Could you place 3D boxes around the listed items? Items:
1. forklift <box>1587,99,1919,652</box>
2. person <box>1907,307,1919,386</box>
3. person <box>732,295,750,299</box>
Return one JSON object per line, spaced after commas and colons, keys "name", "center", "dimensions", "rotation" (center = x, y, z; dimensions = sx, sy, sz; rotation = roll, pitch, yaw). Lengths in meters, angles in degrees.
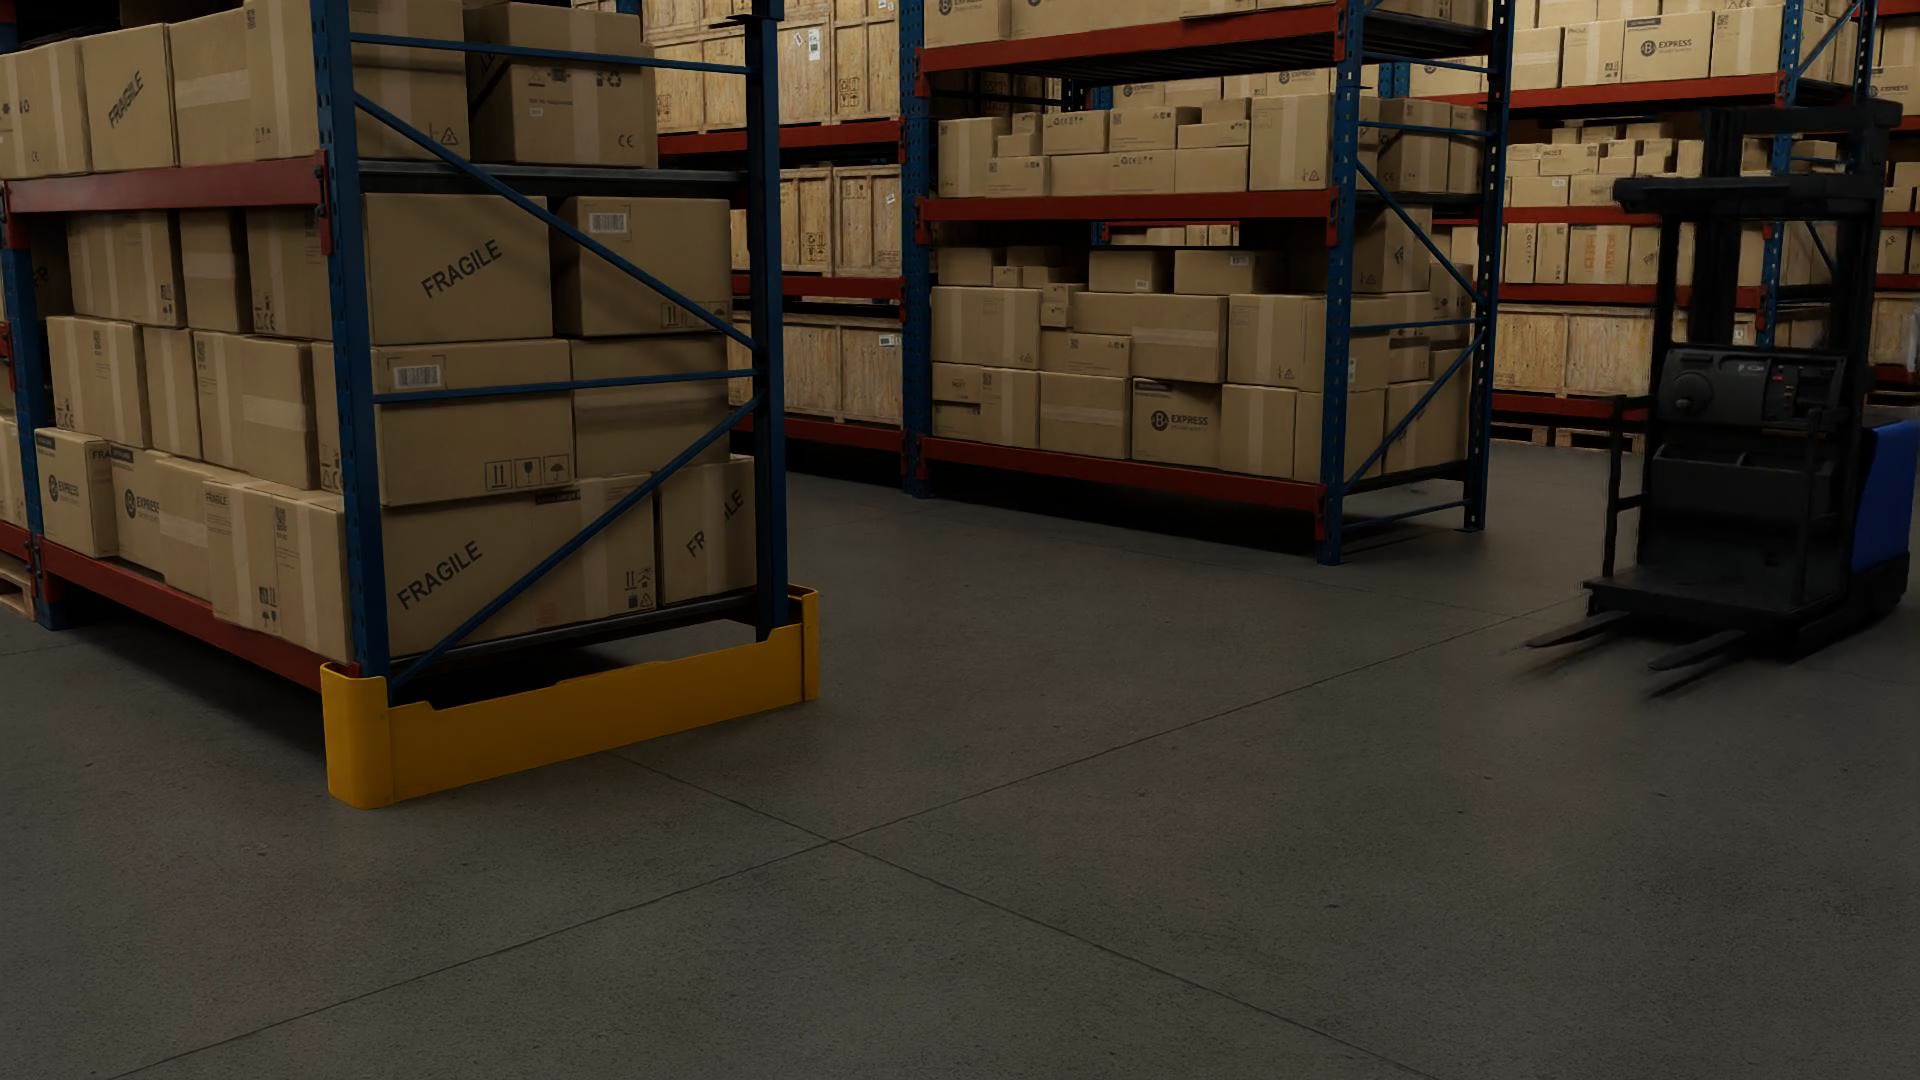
{"name": "forklift", "center": [4.509, -0.975, 9.172], "dimensions": [1.873, 2.768, 1.129], "rotation": [-10, 14, -44]}
{"name": "person", "center": [9.418, -1.658, 15.864], "dimensions": [0.865, 1.797, 0.596], "rotation": [-9, 14, -42]}
{"name": "person", "center": [-2.969, -2.756, 21.501], "dimensions": [0.546, 1.916, 0.435], "rotation": [-10, 15, -44]}
